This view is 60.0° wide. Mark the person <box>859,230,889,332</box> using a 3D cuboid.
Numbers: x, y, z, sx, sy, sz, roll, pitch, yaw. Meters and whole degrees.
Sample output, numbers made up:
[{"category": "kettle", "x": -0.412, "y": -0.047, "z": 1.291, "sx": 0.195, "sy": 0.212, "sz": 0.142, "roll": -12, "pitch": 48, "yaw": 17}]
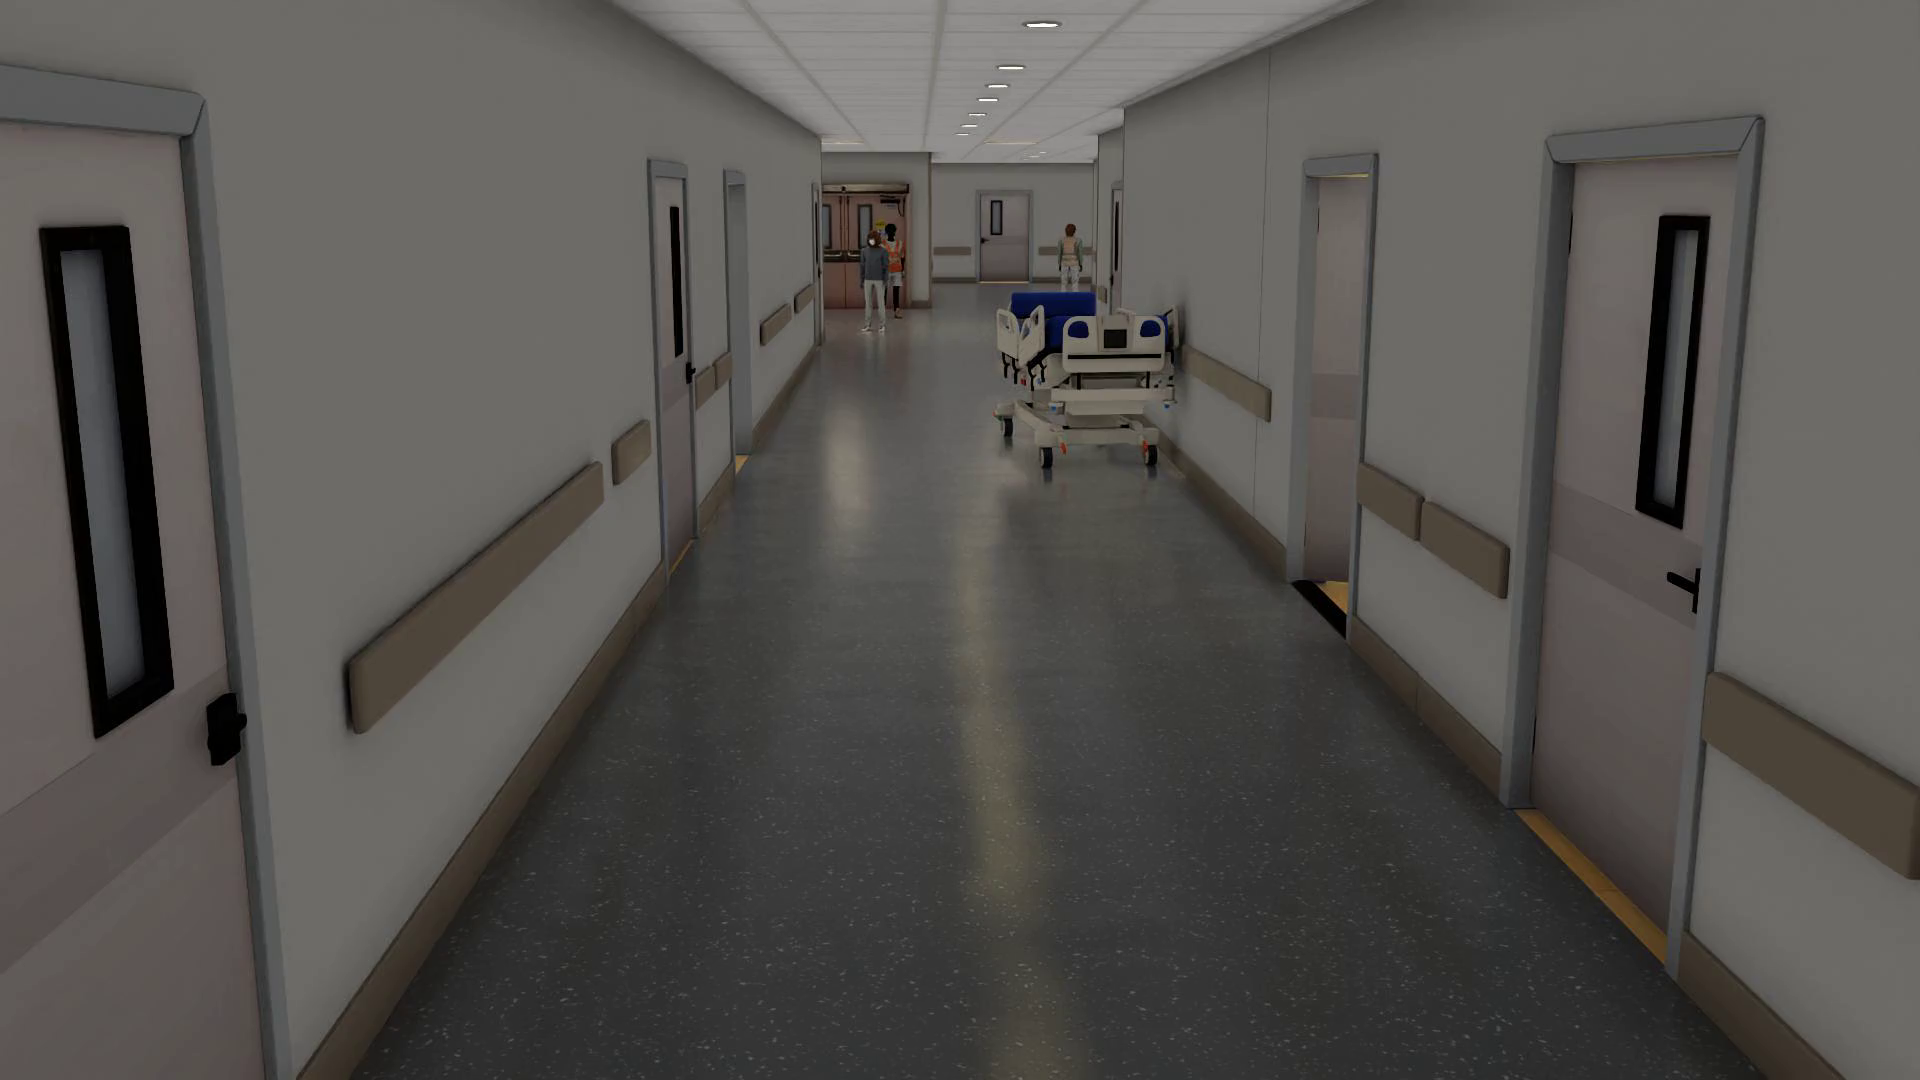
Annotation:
[{"category": "person", "x": -1.382, "y": -4.165, "z": 26.789, "sx": 0.504, "sy": 1.633, "sz": 0.279, "roll": 4, "pitch": 12, "yaw": 17}]

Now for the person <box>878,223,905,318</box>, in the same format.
[{"category": "person", "x": -1.236, "y": -4.808, "z": 29.762, "sx": 0.540, "sy": 1.697, "sz": 0.317, "roll": -4, "pitch": 12, "yaw": -17}]

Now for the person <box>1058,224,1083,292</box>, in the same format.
[{"category": "person", "x": 2.182, "y": -5.420, "z": 32.876, "sx": 0.515, "sy": 1.645, "sz": 0.309, "roll": 4, "pitch": 12, "yaw": 18}]
